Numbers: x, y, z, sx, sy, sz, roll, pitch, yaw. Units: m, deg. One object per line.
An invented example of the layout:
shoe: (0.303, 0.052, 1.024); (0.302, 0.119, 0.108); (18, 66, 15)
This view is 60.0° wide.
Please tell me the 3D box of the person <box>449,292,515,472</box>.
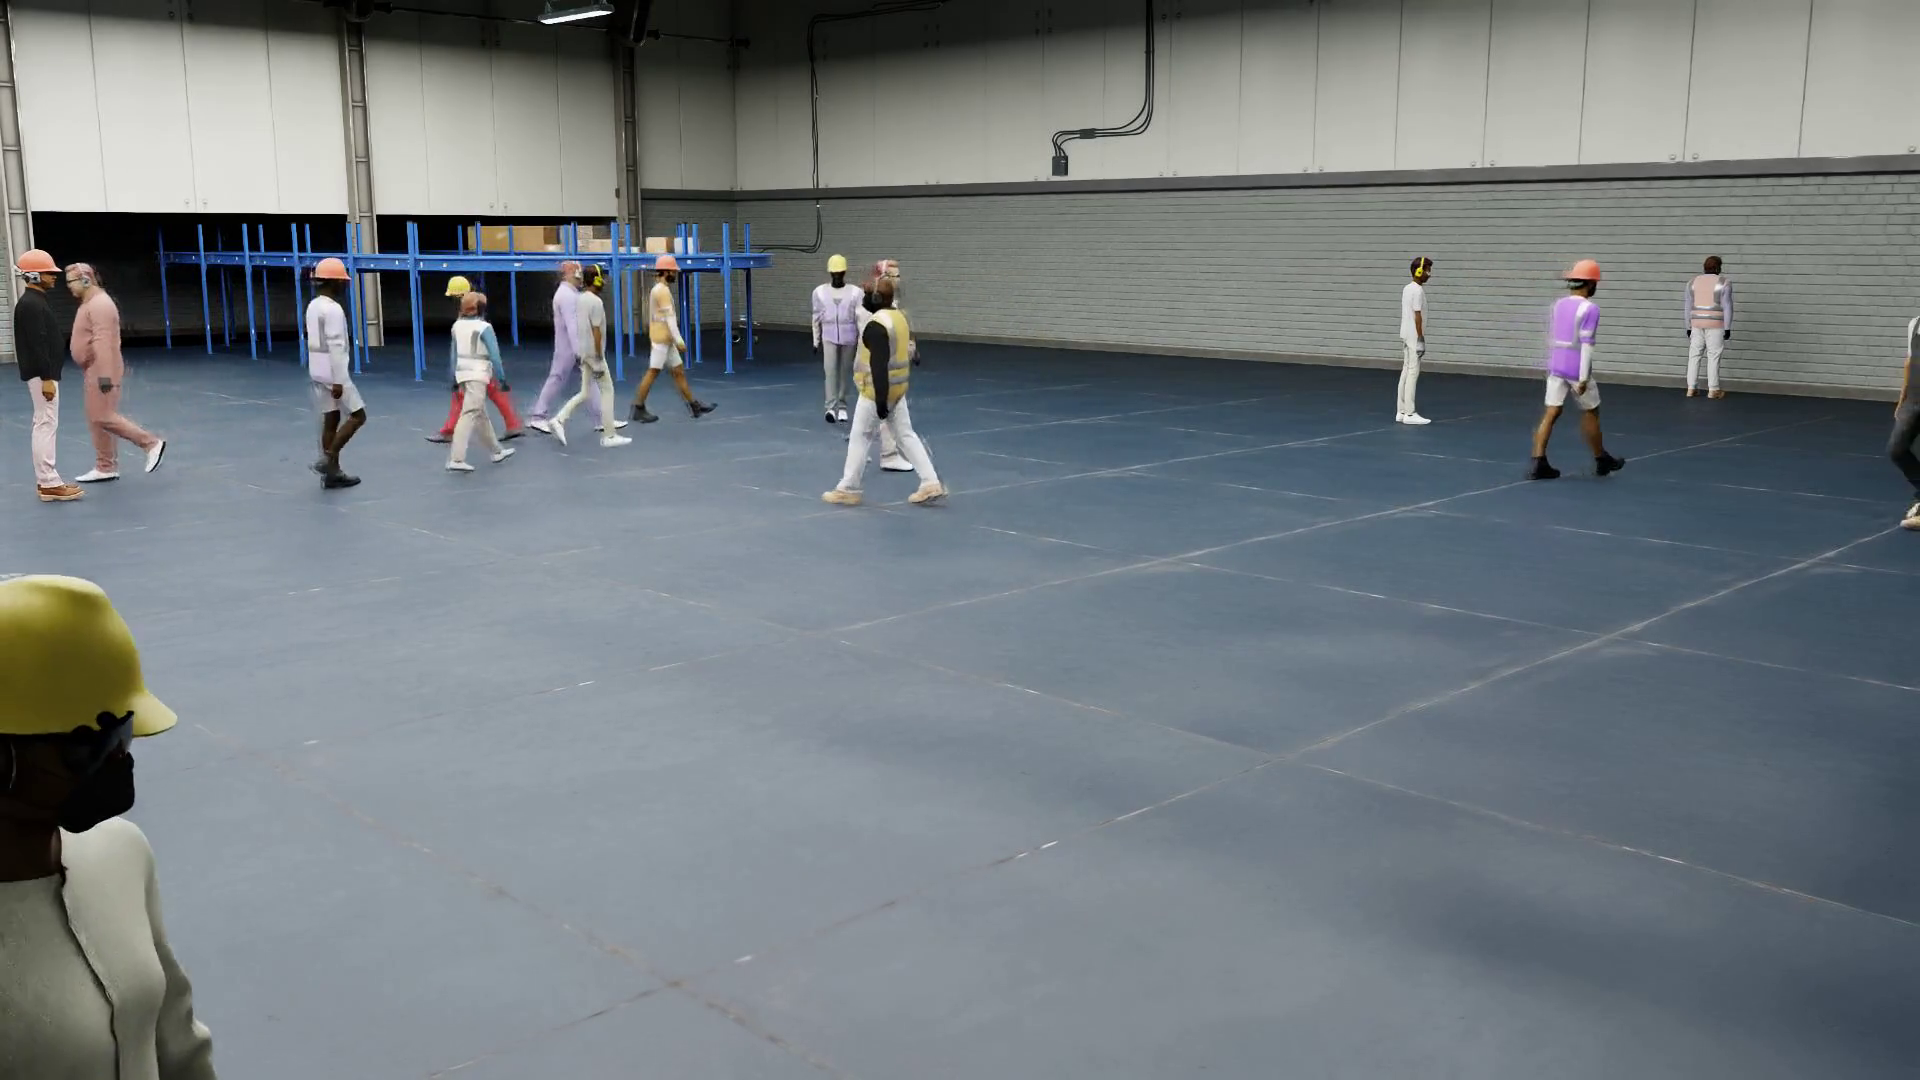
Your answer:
person: (-4.359, -1.437, 15.067); (0.513, 1.595, 0.864); (8, 13, 37)

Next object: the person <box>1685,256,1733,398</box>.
person: (9.823, -2.796, 21.811); (0.429, 1.846, 0.625); (-9, 13, -39)

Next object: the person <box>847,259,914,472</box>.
person: (-0.690, -1.566, 14.952); (0.550, 1.893, 0.670); (0, 10, -3)

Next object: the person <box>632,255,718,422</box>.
person: (-3.309, -2.297, 18.982); (1.003, 1.883, 0.553); (-2, 11, -11)

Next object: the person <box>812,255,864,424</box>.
person: (-1.359, -2.248, 18.719); (0.615, 1.873, 0.969); (0, 10, -2)

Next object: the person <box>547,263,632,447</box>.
person: (-3.736, -1.838, 16.617); (0.816, 1.842, 0.525); (-9, 13, -39)

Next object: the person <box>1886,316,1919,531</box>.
person: (6.960, -0.984, 11.963); (0.395, 1.829, 0.544); (-4, 11, -21)

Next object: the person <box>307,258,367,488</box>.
person: (-5.243, -1.398, 13.972); (0.400, 1.920, 0.560); (-10, 14, -43)

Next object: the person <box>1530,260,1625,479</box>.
person: (5.438, -1.487, 14.541); (0.961, 1.889, 0.557); (-5, 11, -23)

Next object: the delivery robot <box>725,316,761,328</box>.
delivery robot: (-4.258, -4.286, 32.606); (0.698, 0.223, 0.335); (-5, 12, -25)

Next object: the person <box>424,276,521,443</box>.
person: (-4.969, -1.834, 16.963); (0.946, 1.700, 0.538); (-1, 10, -5)

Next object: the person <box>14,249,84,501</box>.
person: (-7.364, -1.328, 13.393); (0.381, 1.994, 0.613); (-6, 12, -30)

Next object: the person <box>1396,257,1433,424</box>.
person: (5.151, -2.256, 18.815); (0.328, 1.865, 0.521); (0, 10, -3)

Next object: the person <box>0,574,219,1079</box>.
person: (-1.008, 0.893, 1.978); (0.746, 1.728, 0.547); (0, 10, 1)

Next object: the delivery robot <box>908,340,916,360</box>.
delivery robot: (-0.994, -3.197, 27.375); (0.477, 0.478, 0.707); (-4, 11, -21)

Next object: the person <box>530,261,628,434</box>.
person: (-4.166, -2.067, 17.863); (1.041, 1.837, 0.691); (-1, 10, -5)

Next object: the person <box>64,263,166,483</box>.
person: (-7.327, -1.442, 14.351); (0.629, 1.879, 0.691); (-7, 12, -33)

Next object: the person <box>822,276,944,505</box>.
person: (-0.583, -1.165, 13.062); (0.978, 1.798, 0.635); (4, 11, 19)
